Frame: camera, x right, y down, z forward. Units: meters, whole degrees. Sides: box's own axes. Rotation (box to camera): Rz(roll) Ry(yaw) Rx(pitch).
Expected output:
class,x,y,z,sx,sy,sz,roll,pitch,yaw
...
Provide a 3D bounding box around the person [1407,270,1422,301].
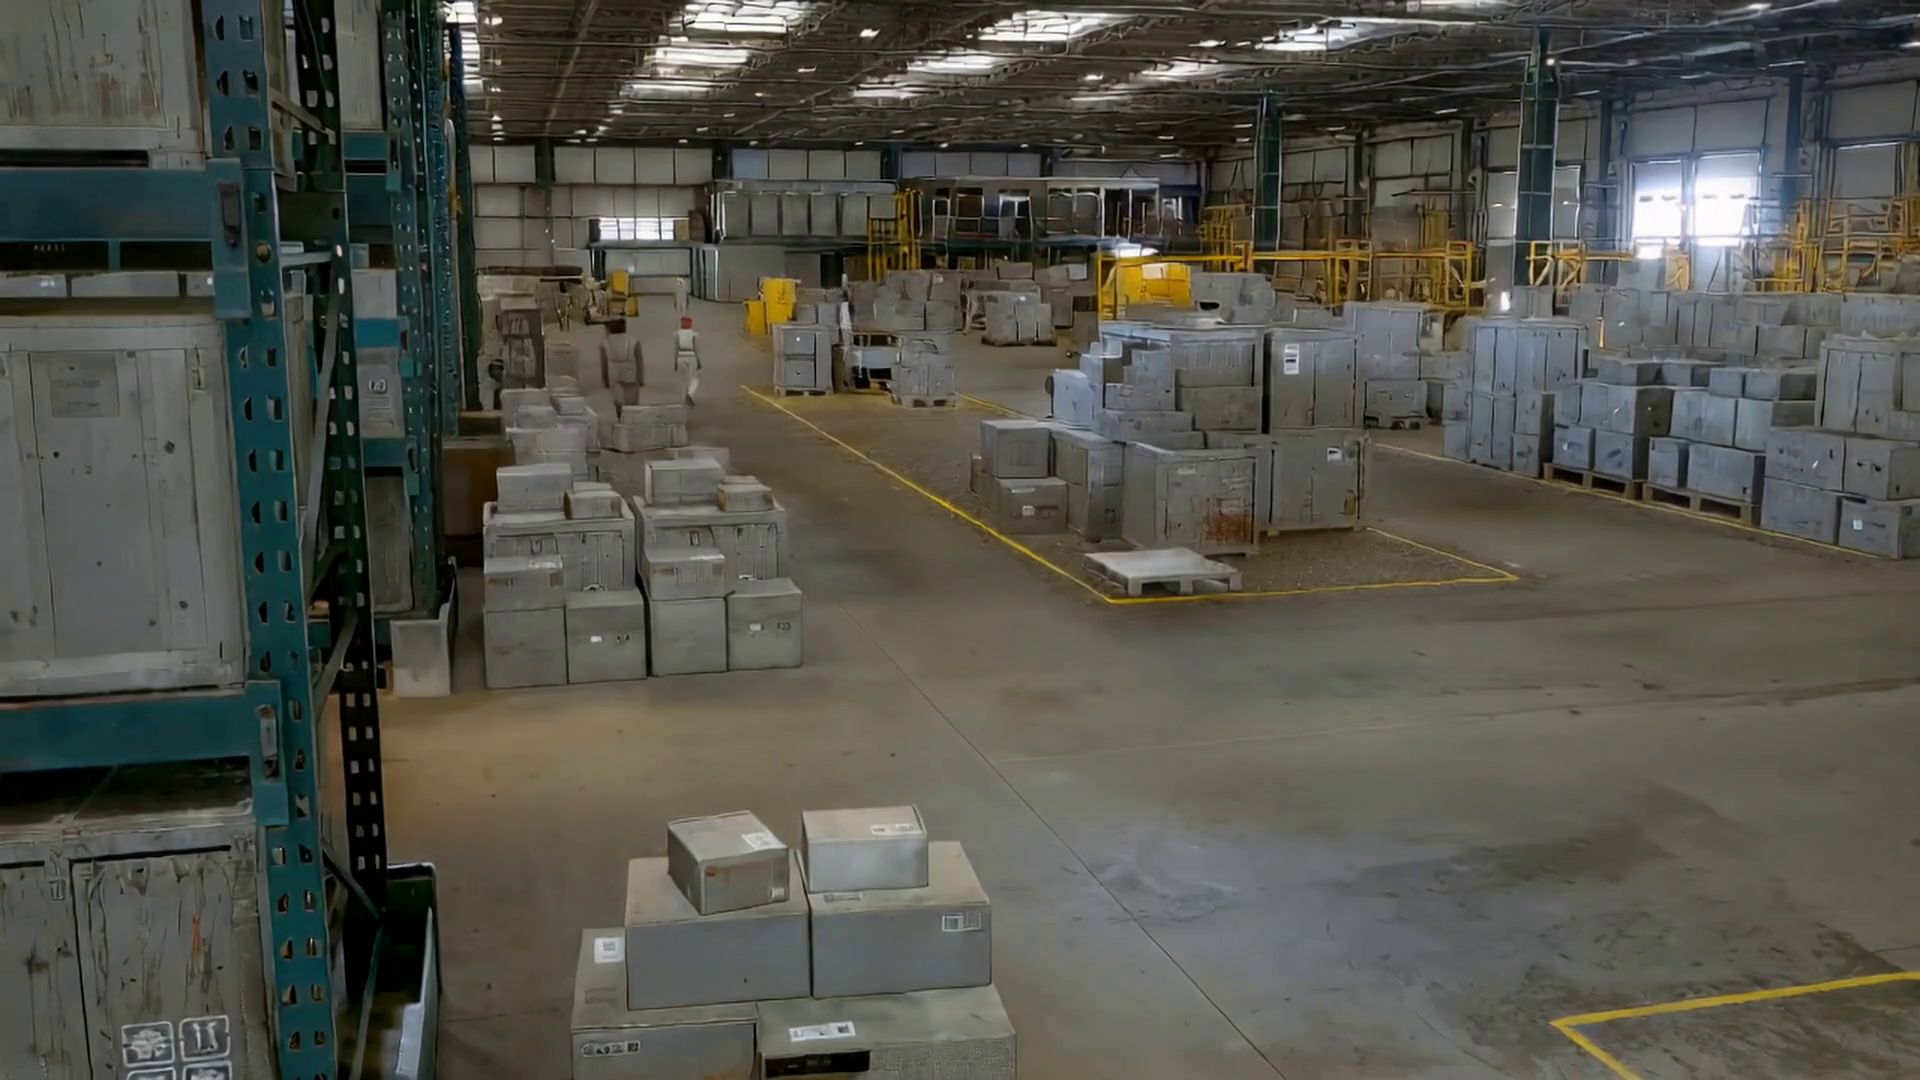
class,x,y,z,sx,sy,sz,roll,pitch,yaw
person,18.855,-10.241,68.965,0.629,1.903,0.997,4,11,21

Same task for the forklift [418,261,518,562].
class,x,y,z,sx,sy,sz,roll,pitch,yaw
forklift,-4.978,-1.202,14.982,1.873,2.768,1.129,-3,10,-15

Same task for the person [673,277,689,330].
class,x,y,z,sx,sy,sz,roll,pitch,yaw
person,-9.609,-8.135,57.257,0.517,1.818,0.992,0,10,-1

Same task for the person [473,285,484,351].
class,x,y,z,sx,sy,sz,roll,pitch,yaw
person,-13.090,-6.009,44.578,0.539,2.000,0.689,3,10,17

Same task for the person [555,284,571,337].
class,x,y,z,sx,sy,sz,roll,pitch,yaw
person,-12.660,-7.326,53.025,0.534,1.692,0.320,1,10,8

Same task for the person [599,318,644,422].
class,x,y,z,sx,sy,sz,roll,pitch,yaw
person,-5.000,-2.396,24.785,0.659,1.805,0.668,0,10,3

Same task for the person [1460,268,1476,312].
class,x,y,z,sx,sy,sz,roll,pitch,yaw
person,22.315,-10.987,73.069,0.629,1.936,1.089,-1,10,-6

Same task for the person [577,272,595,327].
class,x,y,z,sx,sy,sz,roll,pitch,yaw
person,-13.369,-8.601,59.506,0.616,1.944,0.505,-2,10,-14

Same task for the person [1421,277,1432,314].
class,x,y,z,sx,sy,sz,roll,pitch,yaw
person,15.146,-7.622,54.003,0.355,1.936,0.637,6,12,32

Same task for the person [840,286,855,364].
class,x,y,z,sx,sy,sz,roll,pitch,yaw
person,-2.709,-5.178,40.225,0.371,1.915,0.597,1,10,8

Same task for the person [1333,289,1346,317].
class,x,y,z,sx,sy,sz,roll,pitch,yaw
person,8.898,-4.899,38.771,0.355,1.876,0.574,-7,12,-34

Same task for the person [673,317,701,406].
class,x,y,z,sx,sy,sz,roll,pitch,yaw
person,-4.866,-3.168,29.682,0.515,1.627,0.362,1,10,4

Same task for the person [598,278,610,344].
class,x,y,z,sx,sy,sz,roll,pitch,yaw
person,-10.438,-6.696,48.760,0.359,1.939,0.542,-3,10,-16

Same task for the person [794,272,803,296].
class,x,y,z,sx,sy,sz,roll,pitch,yaw
person,-5.960,-8.894,61.237,0.384,1.927,0.544,9,13,40

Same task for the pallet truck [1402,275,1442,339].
class,x,y,z,sx,sy,sz,roll,pitch,yaw
pallet truck,14.620,-7.324,52.145,0.823,1.965,1.885,8,13,40

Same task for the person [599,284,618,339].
class,x,y,z,sx,sy,sz,roll,pitch,yaw
person,-10.841,-7.032,51.290,0.530,1.720,0.914,4,11,21

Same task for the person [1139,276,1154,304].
class,x,y,z,sx,sy,sz,roll,pitch,yaw
person,6.524,-8.322,58.268,0.530,1.828,0.376,2,10,10

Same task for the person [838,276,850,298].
class,x,y,z,sx,sy,sz,roll,pitch,yaw
person,-3.920,-8.022,56.439,0.598,1.884,0.905,-7,12,-35

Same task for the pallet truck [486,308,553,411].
class,x,y,z,sx,sy,sz,roll,pitch,yaw
pallet truck,-6.242,-2.418,24.362,0.823,1.965,1.885,1,10,3

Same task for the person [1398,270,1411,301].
class,x,y,z,sx,sy,sz,roll,pitch,yaw
person,19.662,-11.019,73.546,0.639,1.832,0.429,-4,11,-20

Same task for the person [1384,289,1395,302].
class,x,y,z,sx,sy,sz,roll,pitch,yaw
person,9.910,-4.848,38.483,0.594,1.876,0.984,7,12,36

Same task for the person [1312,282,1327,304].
class,x,y,z,sx,sy,sz,roll,pitch,yaw
person,11.955,-7.728,55.315,0.533,1.690,0.321,6,12,31

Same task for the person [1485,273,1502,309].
class,x,y,z,sx,sy,sz,roll,pitch,yaw
person,19.444,-8.788,60.683,0.590,1.910,0.600,6,12,32

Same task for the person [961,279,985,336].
class,x,y,z,sx,sy,sz,roll,pitch,yaw
person,0.431,-7.422,53.137,0.845,1.845,0.516,8,13,38
